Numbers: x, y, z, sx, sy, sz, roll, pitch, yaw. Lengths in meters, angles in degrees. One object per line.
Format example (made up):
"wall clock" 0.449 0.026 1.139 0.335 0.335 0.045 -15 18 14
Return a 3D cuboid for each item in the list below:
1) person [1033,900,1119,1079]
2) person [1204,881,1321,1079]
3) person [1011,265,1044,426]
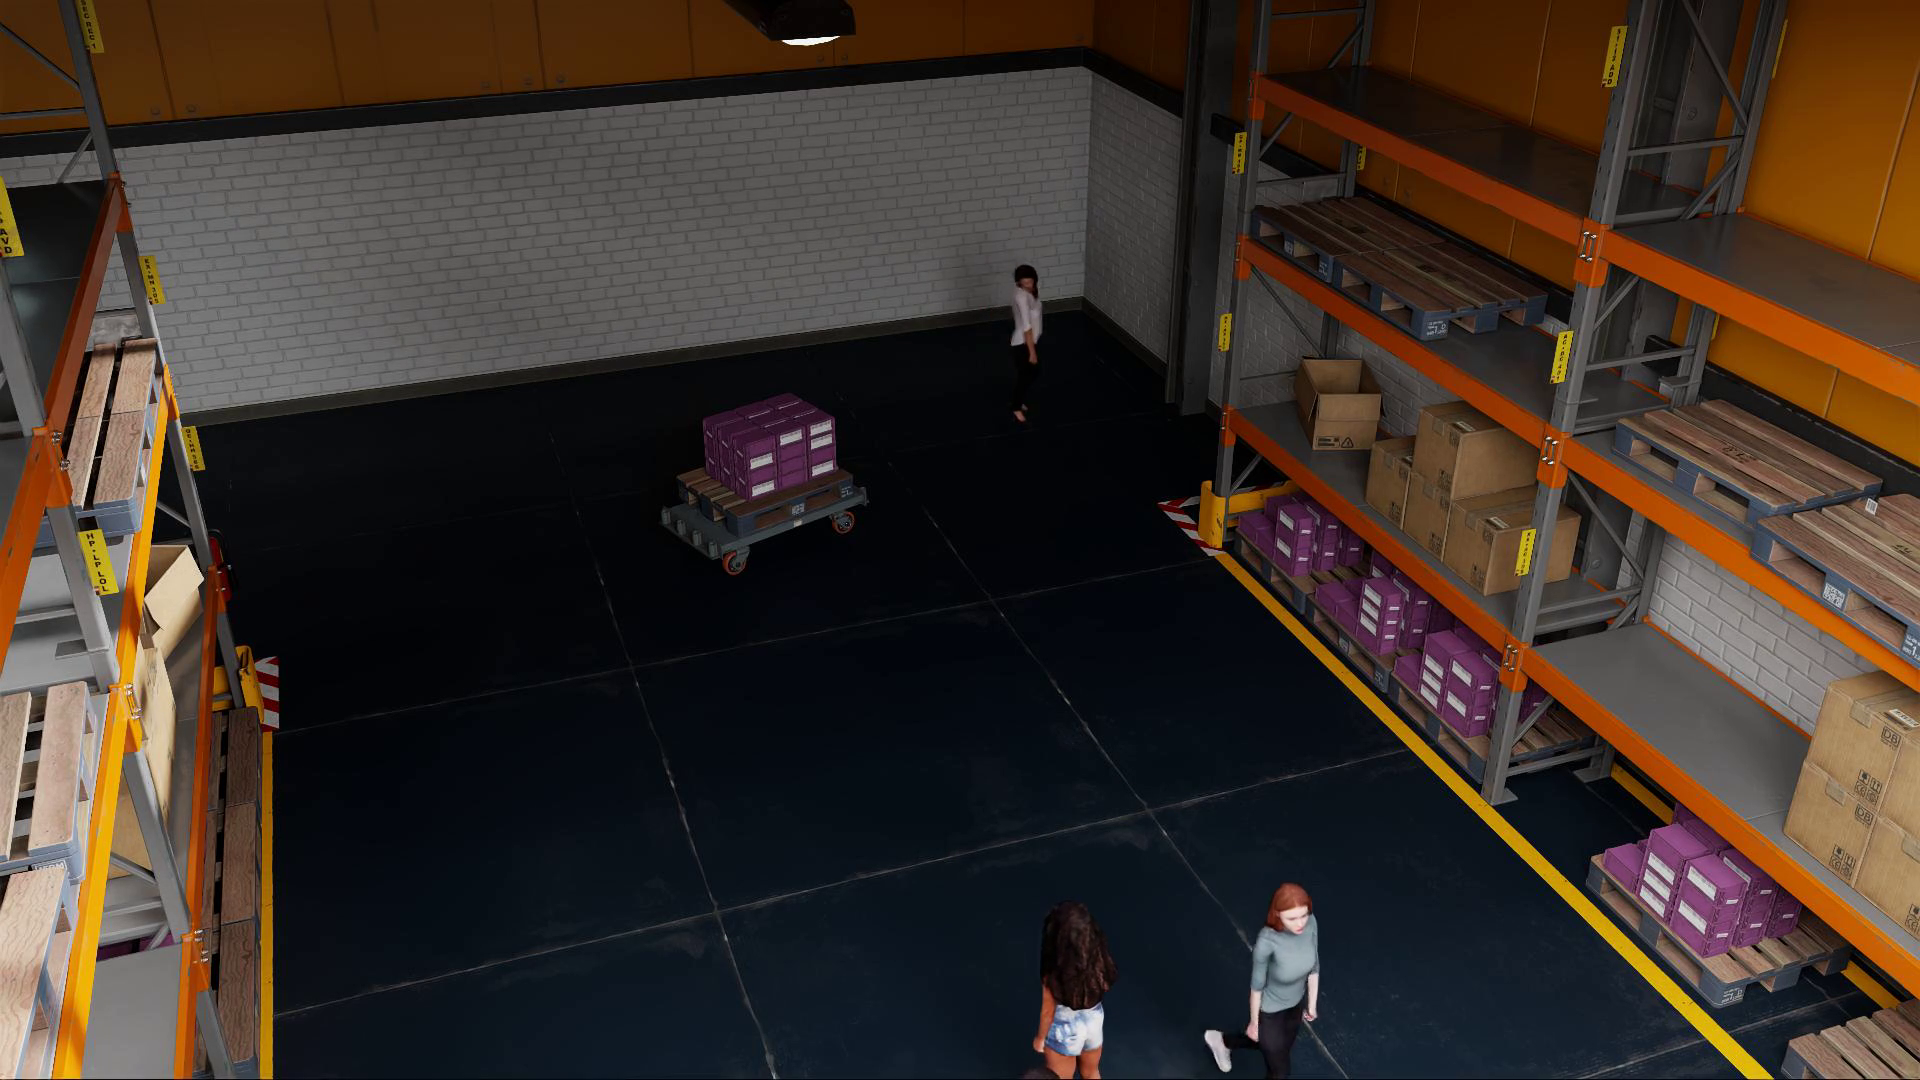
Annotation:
"person" 0.575 2.504 8.477 0.631 1.612 0.655 -19 34 -31
"person" 1.578 2.387 8.578 0.756 1.722 1.053 -20 35 -33
"person" 0.608 -1.920 16.455 0.845 1.740 0.701 -1 29 -2
